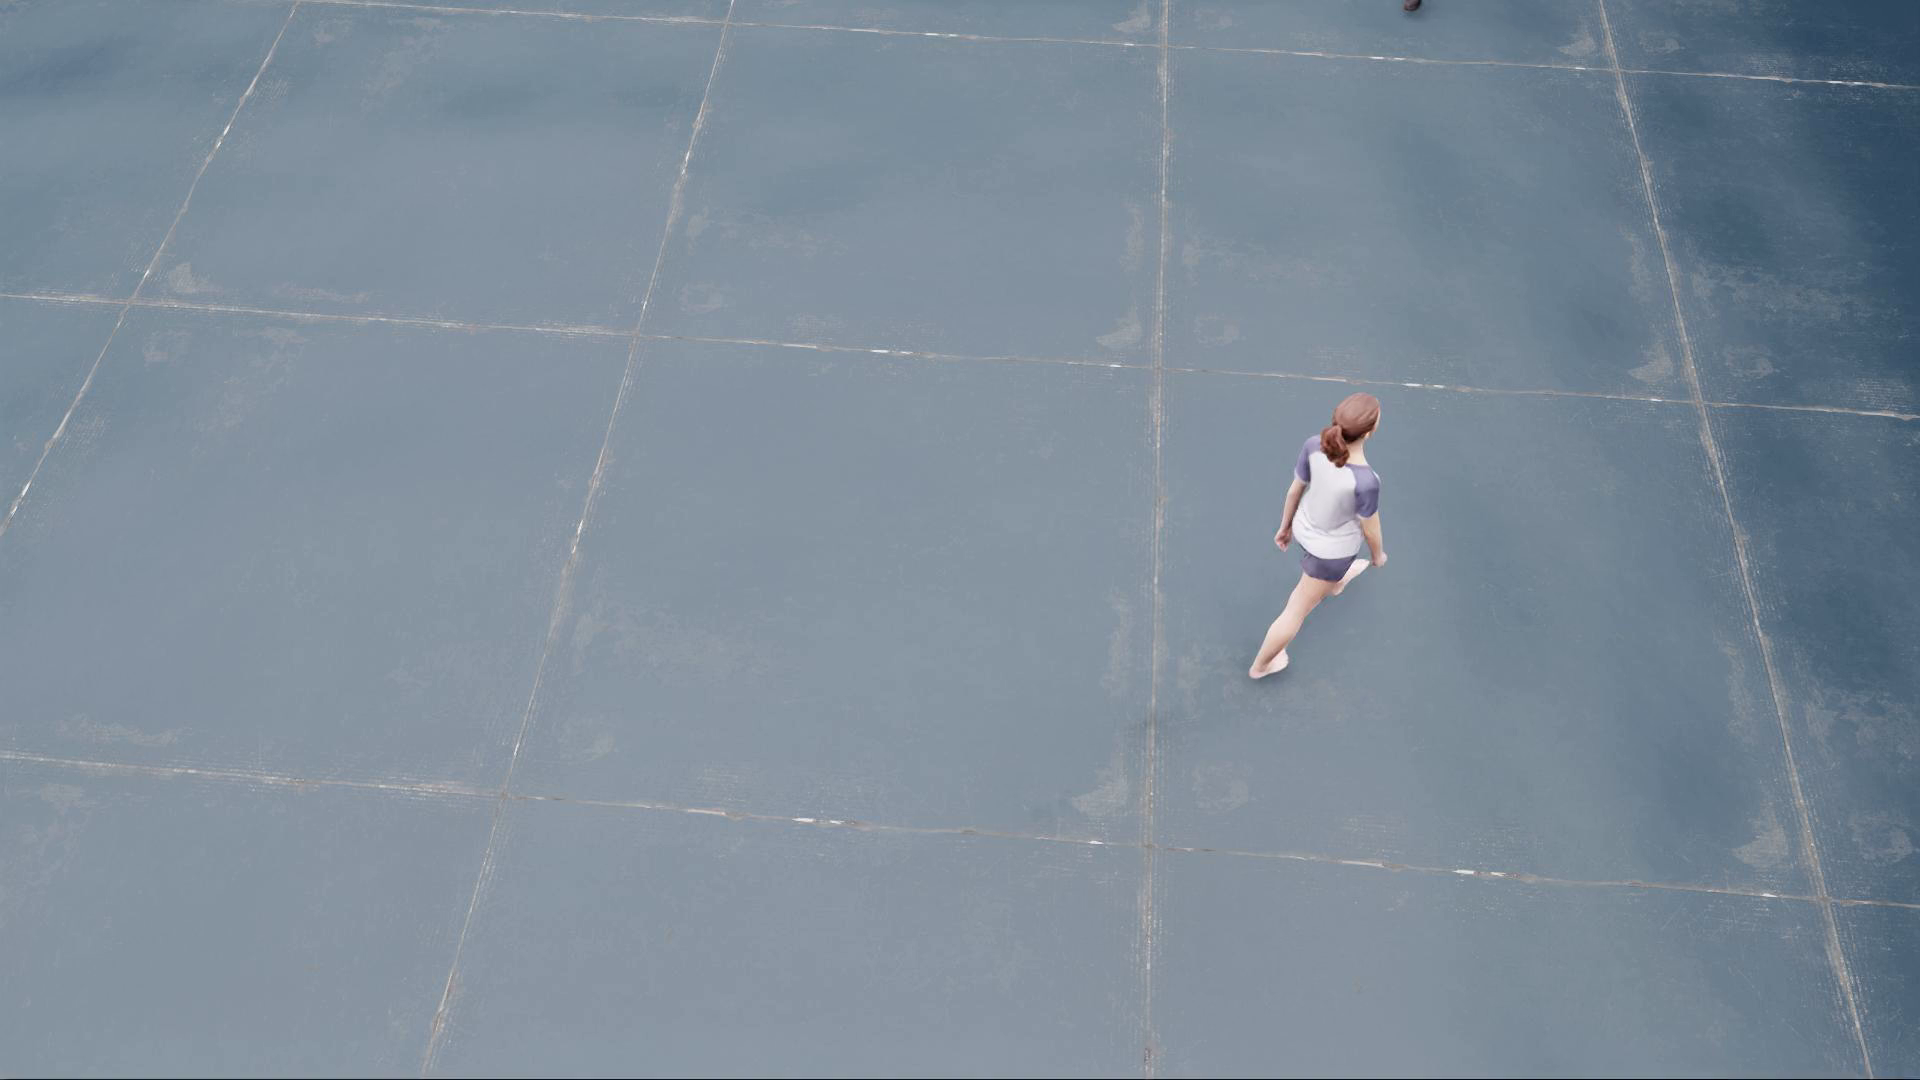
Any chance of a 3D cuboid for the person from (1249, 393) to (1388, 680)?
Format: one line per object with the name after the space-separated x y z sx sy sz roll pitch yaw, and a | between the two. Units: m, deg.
1.578 0.045 7.508 1.143 1.725 1.009 -27 57 -20 | person
